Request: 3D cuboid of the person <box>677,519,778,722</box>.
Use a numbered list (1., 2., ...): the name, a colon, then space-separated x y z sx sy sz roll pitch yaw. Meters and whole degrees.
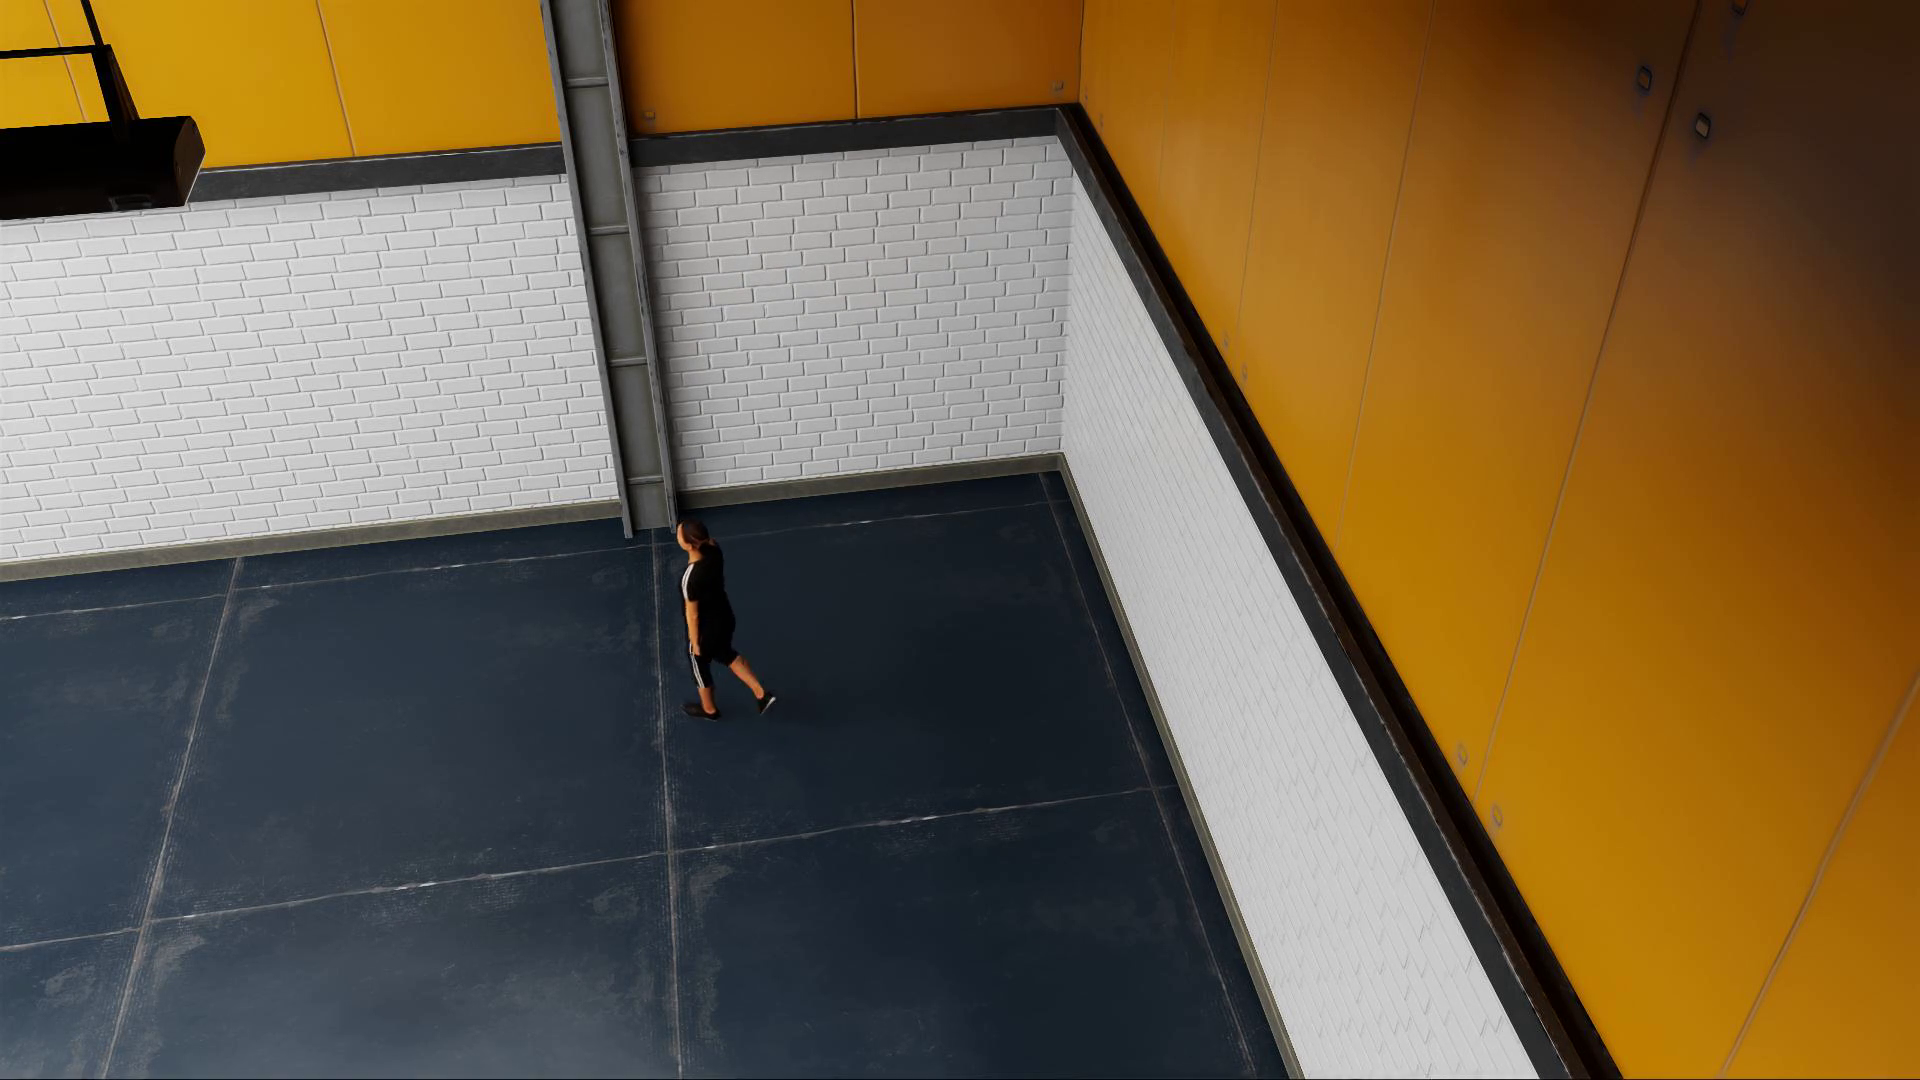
1. person: -1.484 0.537 10.348 0.981 1.651 0.865 16 41 19
